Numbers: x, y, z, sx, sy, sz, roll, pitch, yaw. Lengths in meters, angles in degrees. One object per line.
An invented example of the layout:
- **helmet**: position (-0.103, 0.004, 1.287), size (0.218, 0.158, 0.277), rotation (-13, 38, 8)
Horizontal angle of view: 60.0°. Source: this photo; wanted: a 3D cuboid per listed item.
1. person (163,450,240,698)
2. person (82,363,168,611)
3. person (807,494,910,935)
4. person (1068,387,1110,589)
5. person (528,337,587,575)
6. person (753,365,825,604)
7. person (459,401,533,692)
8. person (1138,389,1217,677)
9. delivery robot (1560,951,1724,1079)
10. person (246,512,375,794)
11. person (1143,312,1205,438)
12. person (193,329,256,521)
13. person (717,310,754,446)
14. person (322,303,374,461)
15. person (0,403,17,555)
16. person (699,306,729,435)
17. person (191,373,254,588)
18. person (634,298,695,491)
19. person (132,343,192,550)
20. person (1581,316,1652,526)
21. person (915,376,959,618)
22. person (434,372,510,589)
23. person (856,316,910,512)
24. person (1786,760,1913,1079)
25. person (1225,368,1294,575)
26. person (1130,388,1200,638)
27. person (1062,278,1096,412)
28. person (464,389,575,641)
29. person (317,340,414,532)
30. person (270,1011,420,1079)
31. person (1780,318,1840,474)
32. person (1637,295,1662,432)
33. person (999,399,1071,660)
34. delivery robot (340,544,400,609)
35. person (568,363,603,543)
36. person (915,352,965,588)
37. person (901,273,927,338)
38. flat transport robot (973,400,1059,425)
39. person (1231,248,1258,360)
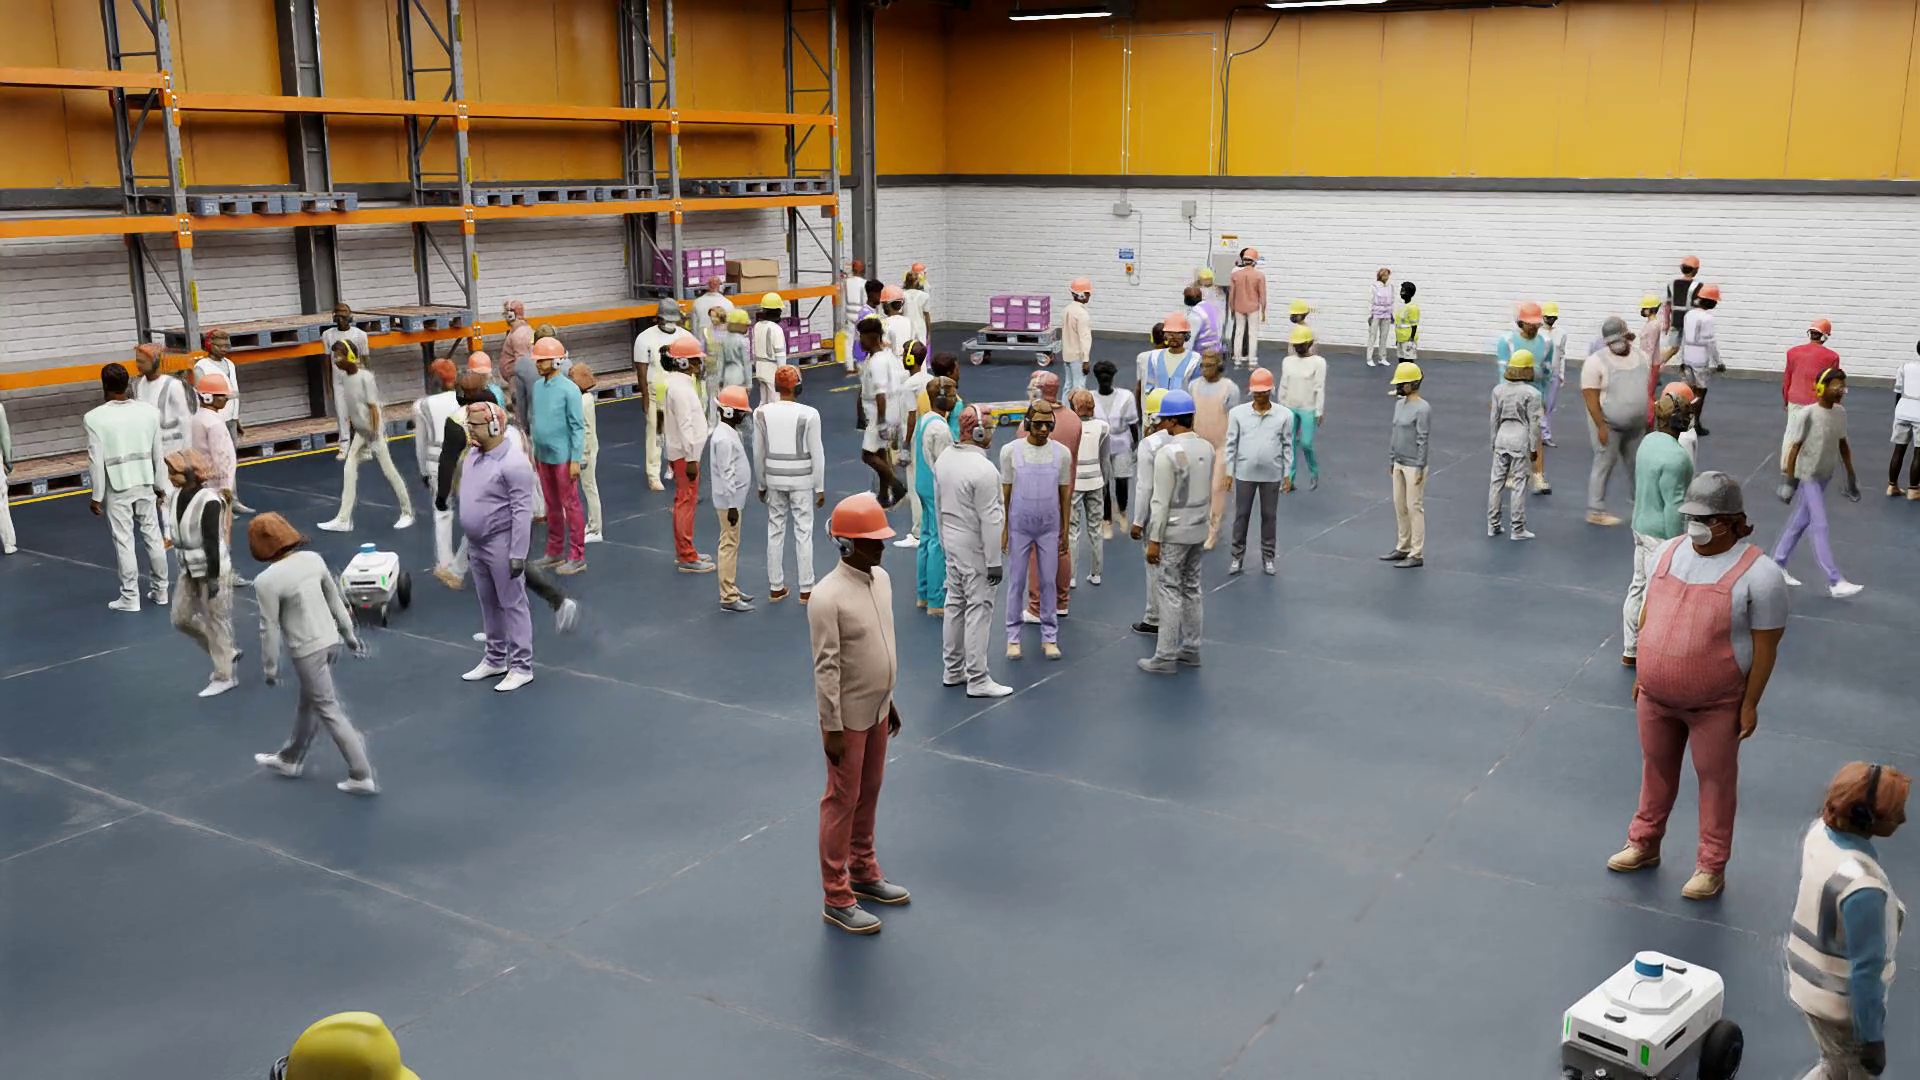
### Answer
- **person**: position (-4.915, 0.219, 10.766), size (0.520, 1.625, 0.366), rotation (8, 15, 30)
- **person**: position (-6.413, -0.407, 12.837), size (0.384, 1.918, 0.596), rotation (8, 15, 32)
- **person**: position (-0.459, 0.771, 7.560), size (0.375, 1.995, 0.611), rotation (6, 14, 23)
- **person**: position (0.983, -0.417, 13.494), size (0.514, 1.641, 0.309), rotation (-6, 14, -23)
- **person**: position (-3.398, -0.709, 13.983), size (0.622, 1.994, 0.381), rotation (11, 17, 39)
- **person**: position (-1.324, -0.431, 13.022), size (0.582, 1.882, 0.351), rotation (4, 14, 16)
- **person**: position (-3.070, 0.037, 10.936), size (0.638, 1.910, 0.407), rotation (12, 17, 41)
- **person**: position (1.480, -0.052, 11.268), size (0.420, 1.933, 0.622), rotation (11, 17, 40)
- **delivery robot**: position (2.539, 1.771, 6.174), size (0.707, 0.478, 0.477), rotation (-12, 18, -43)
- **person**: position (-3.615, 0.615, 9.148), size (0.872, 1.565, 0.529), rotation (3, 13, 14)
- **person**: position (2.004, -1.120, 15.650), size (0.608, 2.048, 0.364), rotation (7, 15, 29)
- **person**: position (-7.158, -1.118, 16.099), size (0.389, 1.837, 0.567), rotation (1, 13, 4)
- **person**: position (-2.637, -1.894, 19.795), size (0.491, 1.682, 0.917), rotation (12, 18, 43)
- **person**: position (-7.020, -1.805, 19.111), size (0.521, 1.833, 0.368), rotation (0, 13, 0)
- **person**: position (-8.552, -0.649, 14.508), size (0.525, 1.636, 0.307), rotation (-10, 16, -36)
- **person**: position (-3.017, -2.120, 20.889), size (0.517, 1.636, 0.313), rotation (2, 13, 9)
- **person**: position (-6.034, -0.485, 13.545), size (0.340, 1.748, 0.563), rotation (-10, 16, -37)
- **person**: position (-3.044, -1.548, 17.519), size (0.680, 2.000, 0.536), rotation (-9, 16, -35)
- **person**: position (-7.031, -0.832, 14.810), size (0.587, 1.868, 0.499), rotation (7, 15, 28)
- **person**: position (6.276, -1.151, 15.798), size (0.706, 2.000, 0.541), rotation (-3, 13, -12)
- **person**: position (-0.170, -0.332, 12.673), size (0.326, 1.843, 0.517), rotation (-4, 14, -18)
- **person**: position (-3.895, -0.427, 13.205), size (0.934, 1.784, 0.653), rotation (5, 14, 22)
- **person**: position (-0.778, -1.214, 16.269), size (0.456, 1.946, 0.616), rotation (1, 13, 3)
- **person**: position (2.833, 1.472, 5.320), size (0.418, 1.625, 0.545), rotation (3, 13, 12)
- **person**: position (2.496, -0.567, 13.897), size (0.573, 1.749, 0.342), rotation (2, 13, 8)
- **person**: position (1.480, -0.198, 12.139), size (0.589, 1.826, 0.403), rotation (-9, 16, -35)
- **person**: position (1.479, -2.267, 20.763), size (0.402, 1.984, 0.613), rotation (-4, 14, -18)
- **person**: position (-3.170, -0.159, 11.834), size (0.694, 1.882, 0.653), rotation (1, 13, 5)
- **person**: position (-5.570, -0.971, 15.543), size (0.568, 1.818, 0.856), rotation (10, 16, 36)
- **person**: position (-1.273, 1.821, 3.535), size (0.339, 1.761, 0.524), rotation (-1, 13, -3)
- **person**: position (9.307, -1.554, 18.210), size (0.351, 1.739, 0.575), rotation (-12, 18, -43)
- **person**: position (8.701, -2.225, 21.080), size (0.344, 1.756, 0.518), rotation (3, 13, 14)
- **person**: position (0.521, -0.067, 11.555), size (0.501, 1.840, 0.349), rotation (-2, 13, -7)
- **delivery robot**: position (-4.495, 0.271, 12.679), size (0.477, 0.478, 0.707), rotation (-2, 13, -10)
- **person**: position (-3.419, -0.791, 15.127), size (0.274, 1.633, 0.508), rotation (-3, 13, -14)
- **person**: position (-0.149, -0.570, 13.549), size (0.398, 1.919, 0.588), rotation (-9, 16, -33)
- **person**: position (-0.732, -3.255, 25.699), size (0.515, 1.713, 0.327), rotation (2, 13, 9)
- **flat transport robot**: position (0.755, -1.699, 22.051), size (1.431, 0.197, 0.652), rotation (-5, 14, -22)
- **person**: position (4.892, -4.063, 28.691), size (0.392, 1.922, 0.591), rotation (-8, 15, -31)
